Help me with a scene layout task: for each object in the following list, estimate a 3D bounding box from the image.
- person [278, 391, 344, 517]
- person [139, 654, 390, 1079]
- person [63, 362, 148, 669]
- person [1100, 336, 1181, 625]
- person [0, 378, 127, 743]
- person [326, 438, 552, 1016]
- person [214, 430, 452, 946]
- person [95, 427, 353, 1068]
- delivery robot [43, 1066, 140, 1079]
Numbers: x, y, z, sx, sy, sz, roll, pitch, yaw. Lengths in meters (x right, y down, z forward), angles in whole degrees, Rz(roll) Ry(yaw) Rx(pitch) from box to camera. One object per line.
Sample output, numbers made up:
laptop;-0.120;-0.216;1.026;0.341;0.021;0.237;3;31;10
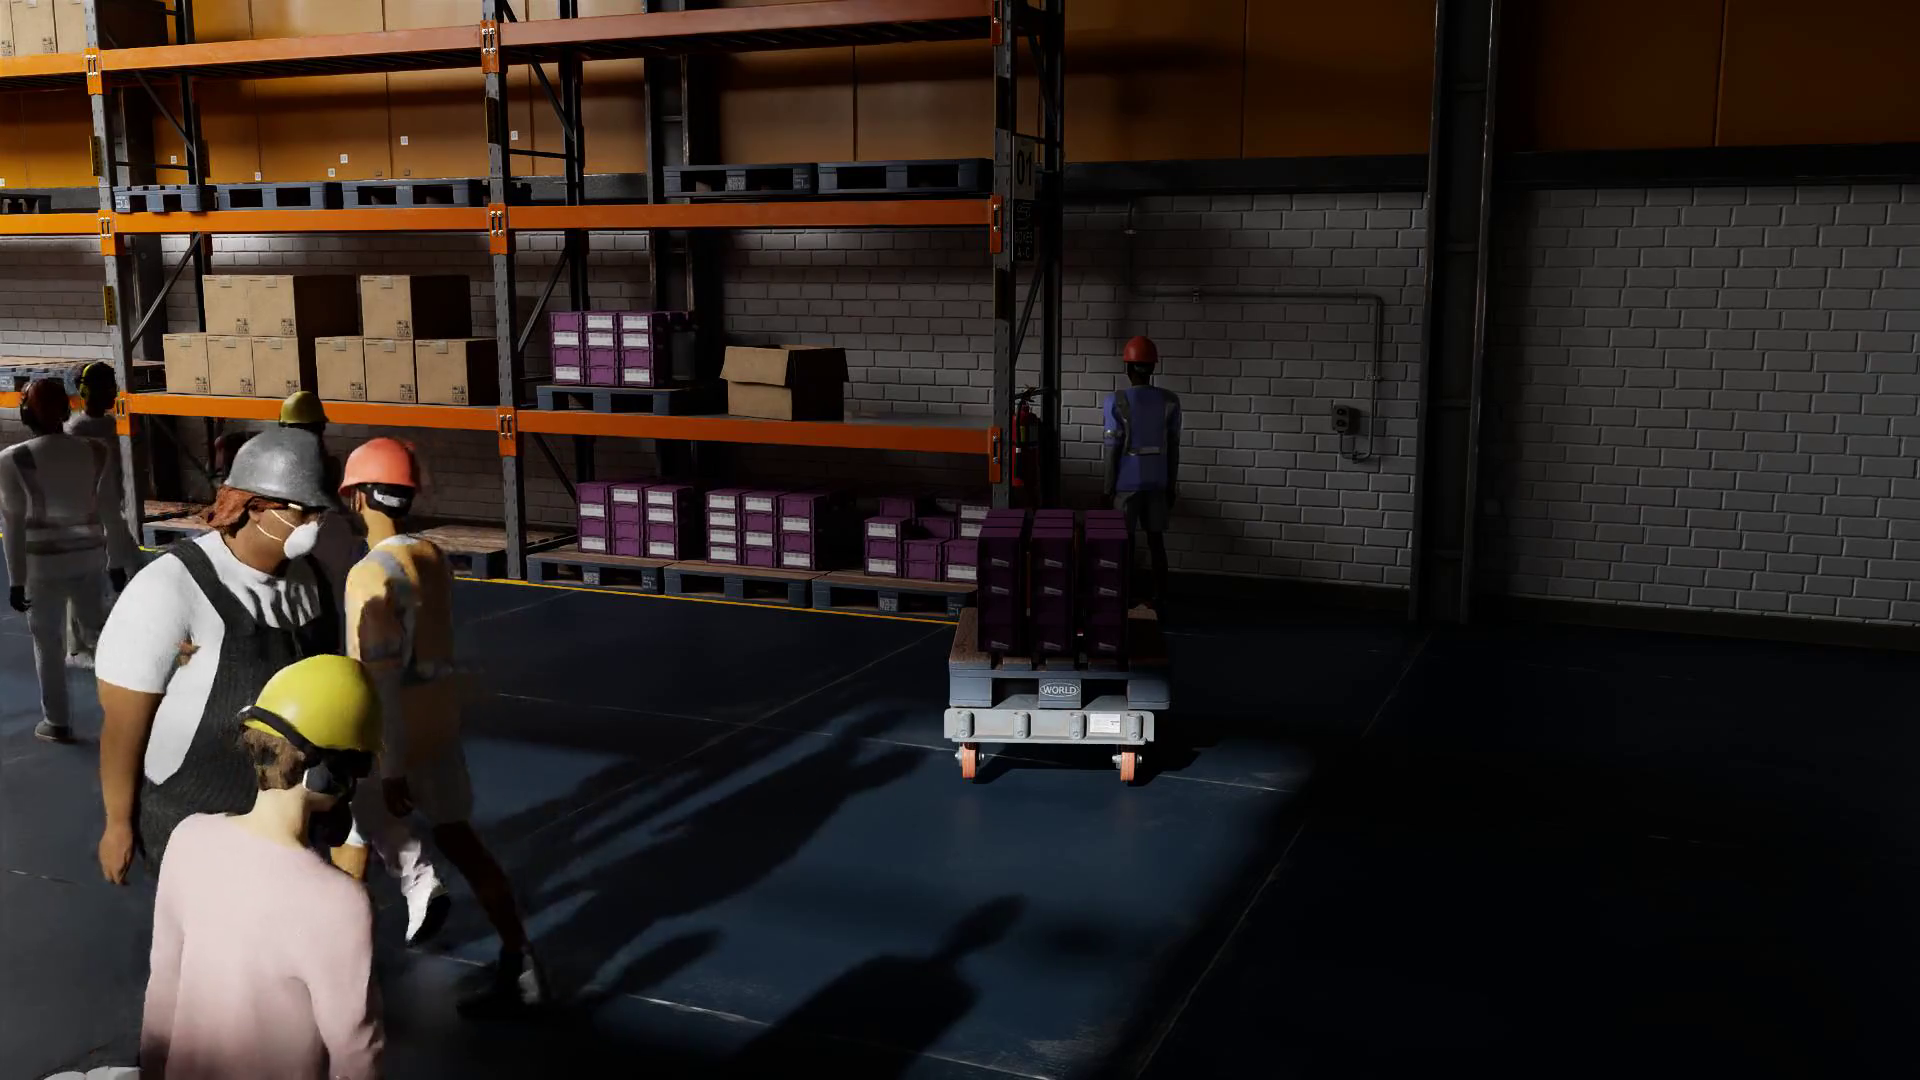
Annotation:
person;-3.364;0.113;8.614;0.317;1.769;0.523;4;10;25
person;-1.227;1.066;3.022;0.566;1.724;0.451;6;11;34
person;-4.977;-0.125;9.861;0.863;1.826;0.541;1;10;4
person;1.188;-0.386;11.089;0.552;1.937;0.356;-3;10;-18
person;-4.386;0.133;8.224;0.806;1.864;0.587;7;12;37
person;-1.790;0.609;5.337;1.032;1.873;0.549;2;10;10
person;-2.270;0.536;5.810;0.961;1.864;0.650;4;10;23
person;-1.893;0.668;4.469;0.565;2.000;0.713;4;10;21
delivery robot;-2.047;1.470;3.829;0.477;0.478;0.707;1;10;4
